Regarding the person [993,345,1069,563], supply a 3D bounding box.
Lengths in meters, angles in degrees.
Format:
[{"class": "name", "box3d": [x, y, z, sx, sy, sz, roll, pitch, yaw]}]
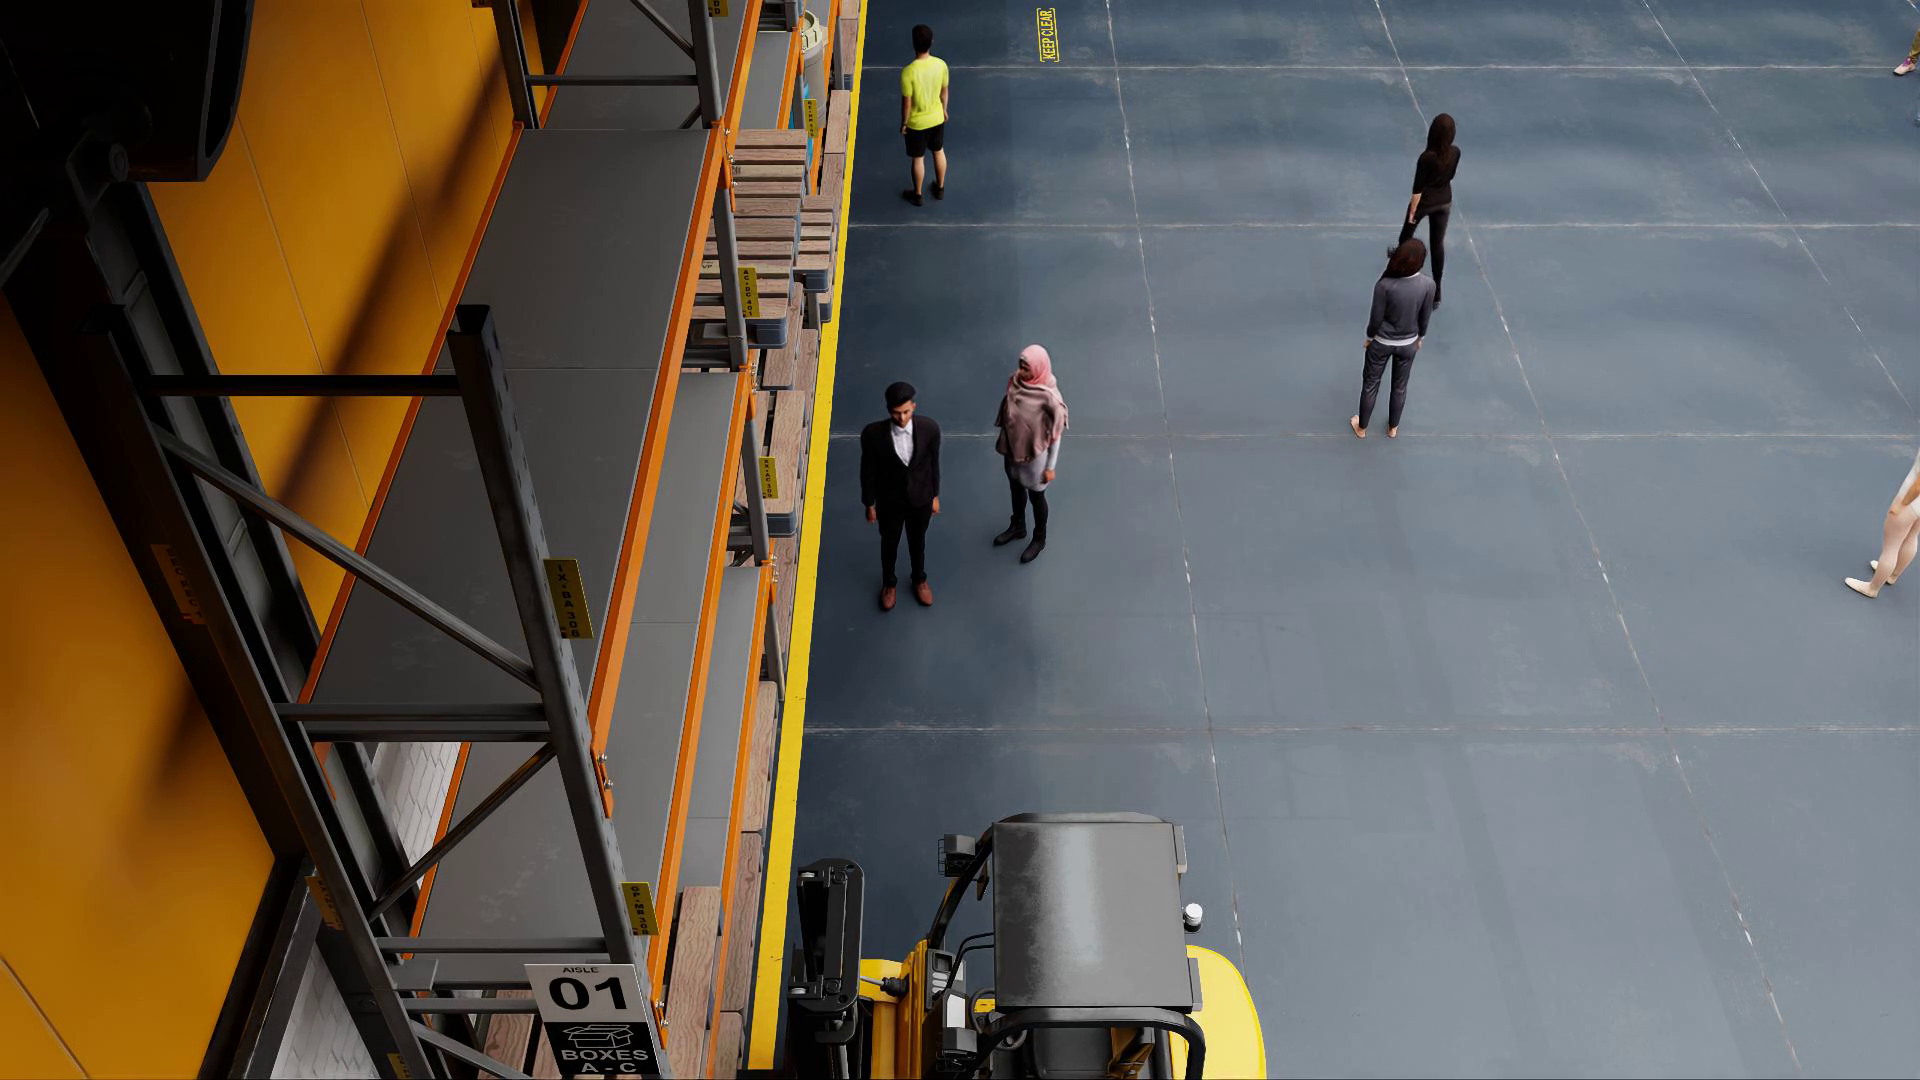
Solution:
[{"class": "person", "box3d": [0.479, -0.607, 11.572, 0.737, 1.803, 0.796, 34, 53, 31]}]

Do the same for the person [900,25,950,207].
[{"class": "person", "box3d": [-0.313, -3.835, 15.028, 0.700, 1.708, 0.687, -19, 47, -19]}]

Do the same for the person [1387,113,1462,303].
[{"class": "person", "box3d": [3.998, -2.759, 13.977, 0.719, 1.601, 1.122, -8, 44, -8]}]

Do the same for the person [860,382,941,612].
[{"class": "person", "box3d": [-0.383, -0.314, 11.206, 0.739, 1.884, 0.628, -8, 44, -9]}]

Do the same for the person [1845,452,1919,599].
[{"class": "person", "box3d": [6.541, -0.270, 11.332, 0.614, 1.644, 0.635, -24, 49, -23]}]

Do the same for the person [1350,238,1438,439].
[{"class": "person", "box3d": [3.278, -1.509, 12.544, 0.601, 1.768, 0.507, 0, 44, 0]}]
